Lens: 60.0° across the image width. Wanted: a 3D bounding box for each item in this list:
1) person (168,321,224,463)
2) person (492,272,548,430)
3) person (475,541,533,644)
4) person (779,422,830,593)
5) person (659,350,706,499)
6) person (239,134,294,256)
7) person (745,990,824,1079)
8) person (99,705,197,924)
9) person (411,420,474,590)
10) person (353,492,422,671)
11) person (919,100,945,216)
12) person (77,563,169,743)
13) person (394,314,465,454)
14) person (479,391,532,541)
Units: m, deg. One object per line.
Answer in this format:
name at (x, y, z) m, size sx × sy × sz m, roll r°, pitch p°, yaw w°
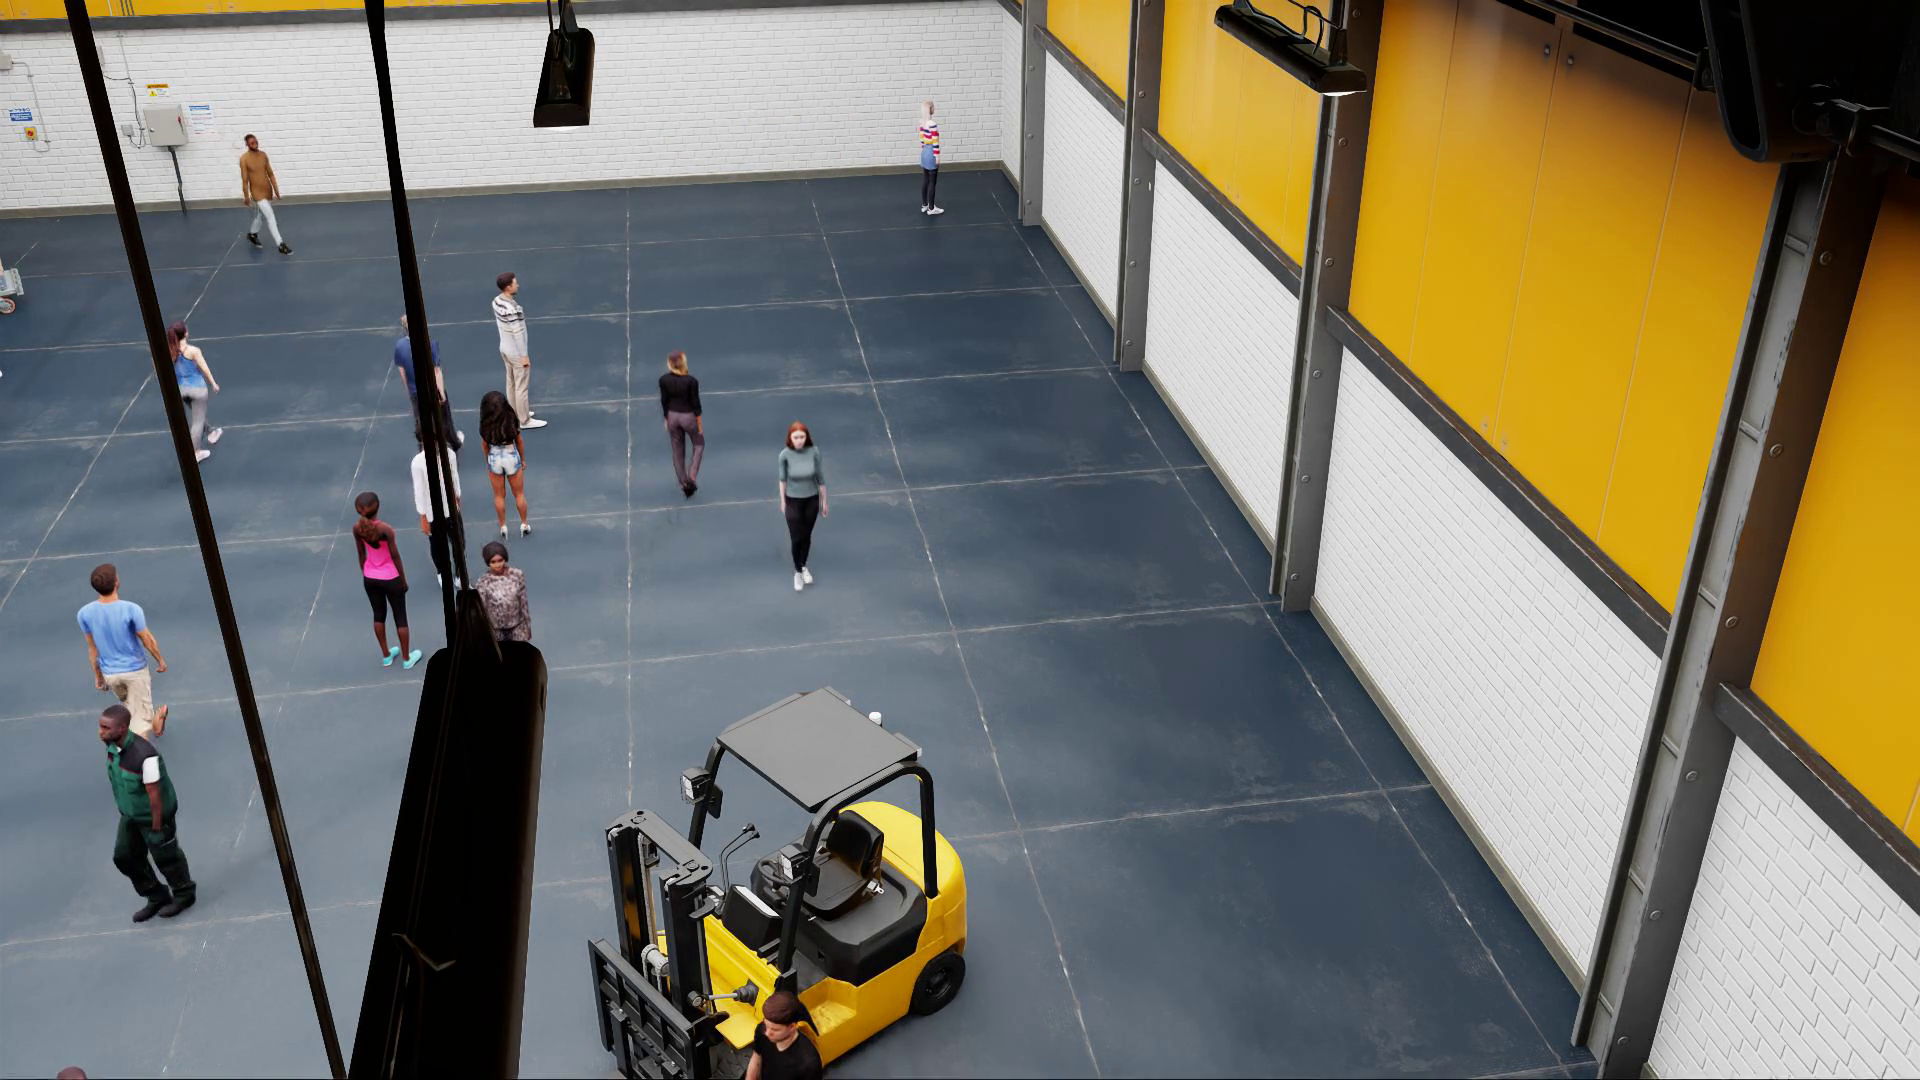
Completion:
person at (-8.579, -1.623, 18.500) m, size 0.804 × 1.582 × 1.020 m, roll 7°, pitch 29°, yaw 12°
person at (-5.170, -2.207, 19.278) m, size 0.824 × 1.862 × 0.680 m, roll -19°, pitch 34°, yaw -31°
person at (-3.837, 0.763, 14.036) m, size 0.760 × 1.668 × 1.204 m, roll -11°, pitch 31°, yaw -19°
person at (-1.539, -0.380, 16.065) m, size 0.639 × 1.730 × 0.688 m, roll -10°, pitch 30°, yaw -18°
person at (-2.955, -1.186, 17.616) m, size 0.681 × 1.661 × 0.662 m, roll 4°, pitch 29°, yaw 7°
person at (-10.465, -5.147, 24.751) m, size 1.177 × 1.782 × 1.200 m, roll 13°, pitch 31°, yaw 23°
person at (-0.898, 3.213, 9.349) m, size 0.916 × 1.854 × 0.838 m, roll -24°, pitch 37°, yaw -37°
person at (-5.689, 1.891, 11.801) m, size 0.863 × 1.826 × 0.919 m, roll 17°, pitch 33°, yaw 28°
person at (-5.026, -0.343, 15.935) m, size 0.814 × 1.789 × 0.879 m, roll -18°, pitch 34°, yaw -30°
person at (-5.112, 0.355, 14.726) m, size 0.632 × 1.723 × 0.652 m, roll 6°, pitch 29°, yaw 10°
person at (-0.486, -6.112, 26.492) m, size 0.774 × 1.809 × 0.584 m, roll -15°, pitch 32°, yaw -25°
person at (-6.667, 1.112, 13.239) m, size 0.754 × 1.818 × 1.232 m, roll -1°, pitch 29°, yaw -2°
person at (-5.842, -1.539, 18.092) m, size 0.799 × 1.824 × 1.196 m, roll 1°, pitch 29°, yaw 1°
person at (-4.620, -0.761, 16.871) m, size 0.544 × 1.628 × 0.532 m, roll -5°, pitch 29°, yaw -9°
